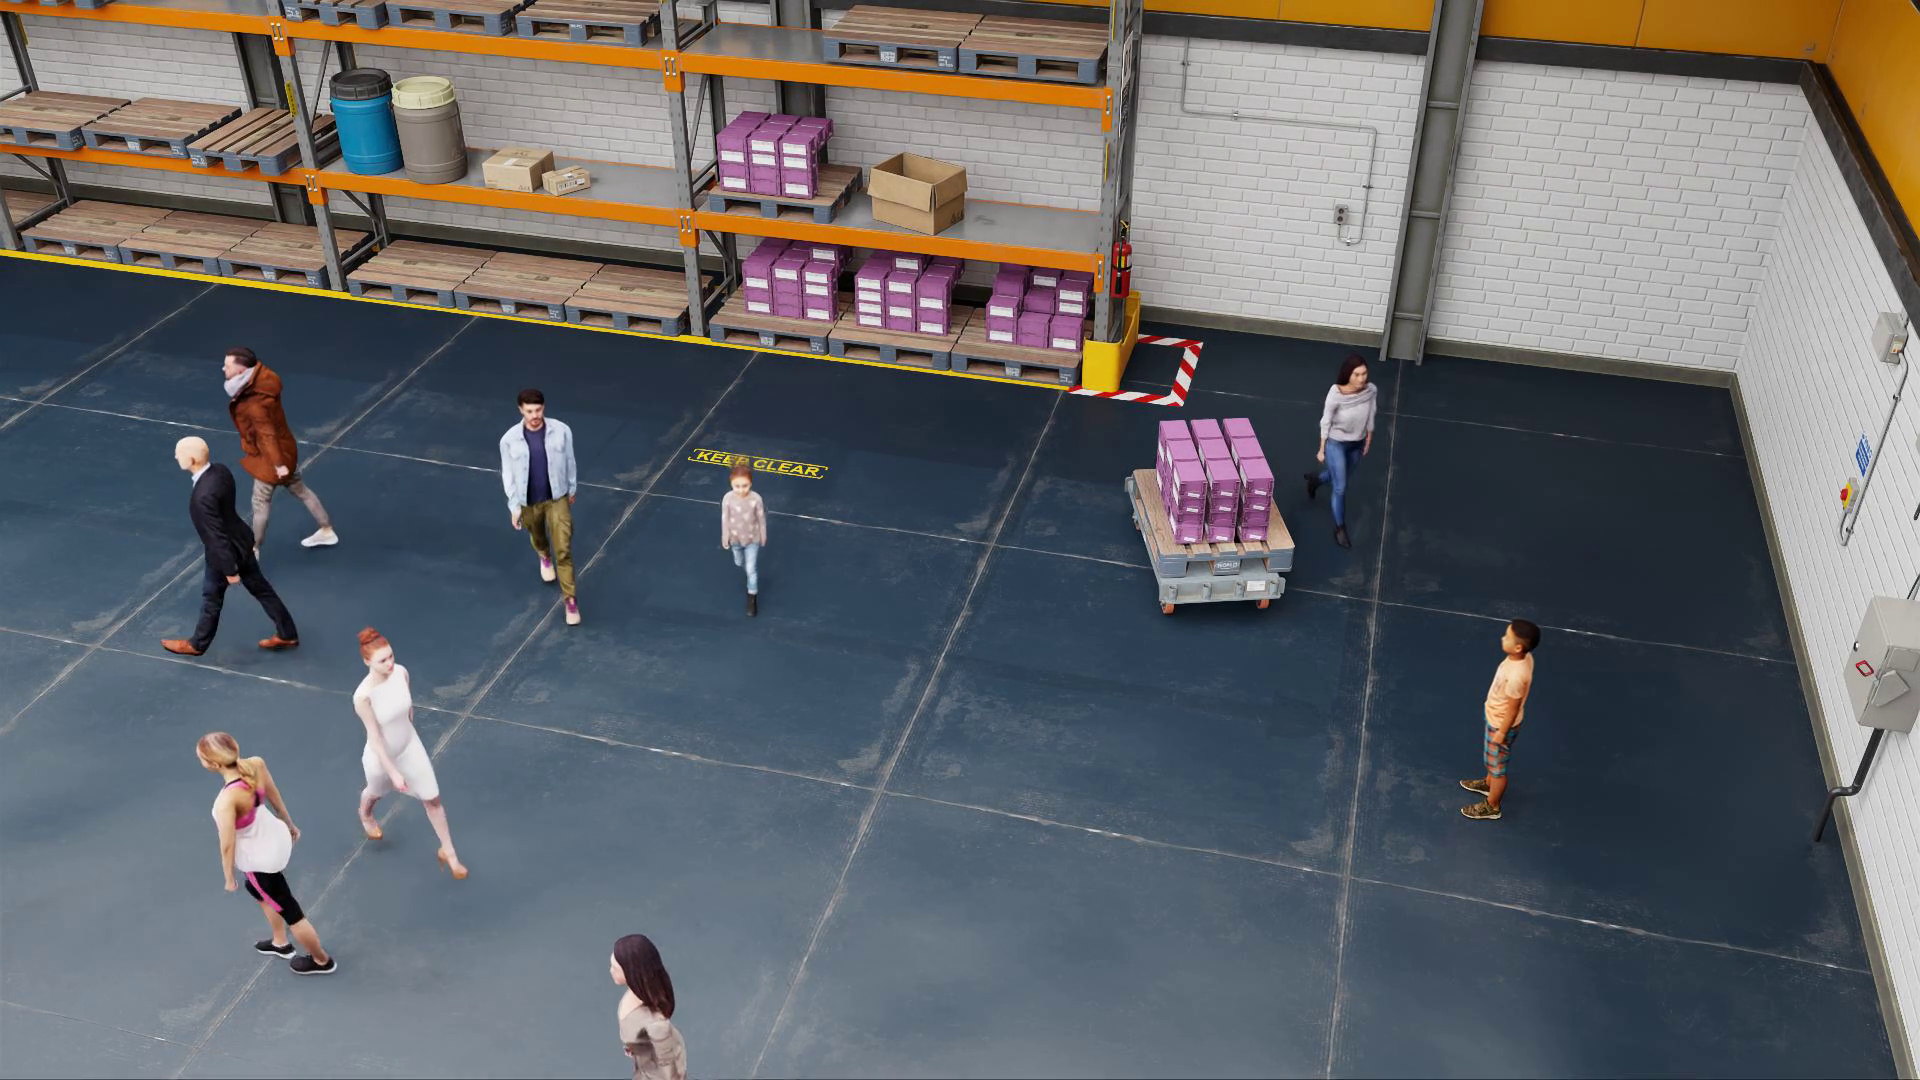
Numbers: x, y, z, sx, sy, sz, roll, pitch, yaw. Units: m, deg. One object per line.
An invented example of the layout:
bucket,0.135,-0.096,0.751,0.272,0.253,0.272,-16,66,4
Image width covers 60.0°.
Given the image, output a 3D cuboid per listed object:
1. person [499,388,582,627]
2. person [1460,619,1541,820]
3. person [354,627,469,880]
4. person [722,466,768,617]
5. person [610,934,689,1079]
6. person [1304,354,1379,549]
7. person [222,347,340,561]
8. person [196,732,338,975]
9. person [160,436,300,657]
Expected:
person,-3.082,-0.327,12.214,1.231,1.767,1.137,-9,35,-13
person,3.388,1.100,10.344,0.478,1.461,0.523,10,35,14
person,-3.428,1.260,9.844,1.162,1.748,0.808,20,39,27
person,-1.597,-0.055,12.335,0.774,1.180,0.625,2,34,3
person,-1.356,2.521,7.969,0.884,1.723,0.800,-9,35,-13
person,2.954,-0.765,13.020,1.040,1.605,1.017,-12,35,-17
person,-5.146,-0.659,12.689,1.192,1.795,1.003,-6,34,-9
person,-3.704,1.749,9.088,0.782,1.771,0.696,4,34,5
person,-5.021,0.076,11.615,1.248,1.760,1.001,-4,34,-6
